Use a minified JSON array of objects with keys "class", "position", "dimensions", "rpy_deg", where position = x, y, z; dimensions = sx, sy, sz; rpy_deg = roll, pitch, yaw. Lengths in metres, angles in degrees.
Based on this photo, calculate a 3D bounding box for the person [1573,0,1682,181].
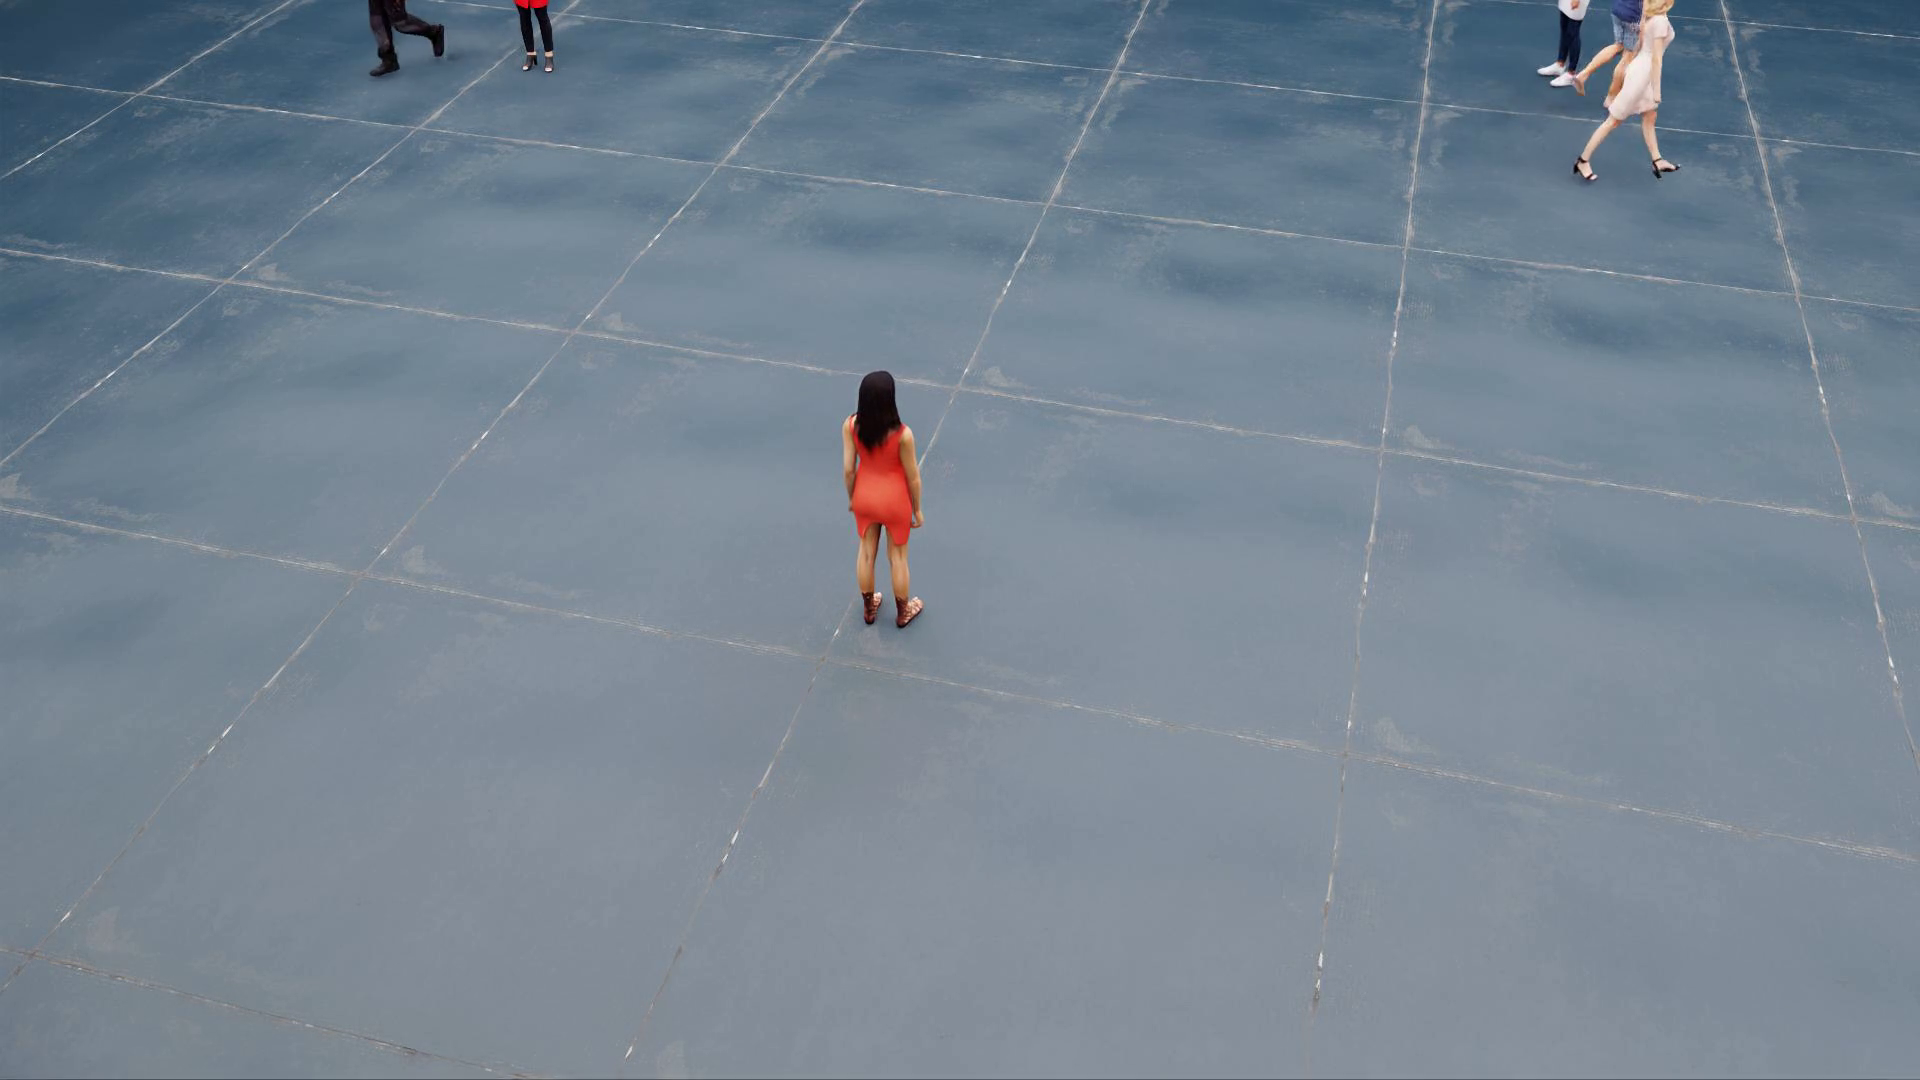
[{"class":"person","position":[5.629,-3.860,14.052],"dimensions":[0.724,1.773,1.047],"rpy_deg":[10,39,12]}]

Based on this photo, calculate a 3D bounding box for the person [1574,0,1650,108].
[{"class":"person","position":[6.095,-4.836,15.258],"dimensions":[0.918,1.823,0.914],"rpy_deg":[-9,39,-11]}]

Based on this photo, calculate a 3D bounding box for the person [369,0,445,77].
[{"class":"person","position":[-5.437,-5.398,16.007],"dimensions":[0.972,1.785,1.191],"rpy_deg":[27,46,31]}]

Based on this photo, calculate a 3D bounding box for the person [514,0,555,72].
[{"class":"person","position":[-4.168,-5.393,16.032],"dimensions":[0.620,1.748,0.604],"rpy_deg":[8,39,9]}]

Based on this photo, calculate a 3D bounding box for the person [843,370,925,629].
[{"class":"person","position":[-0.443,-0.219,9.441],"dimensions":[0.589,1.719,0.499],"rpy_deg":[10,39,12]}]

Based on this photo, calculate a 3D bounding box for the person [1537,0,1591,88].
[{"class":"person","position":[5.859,-5.220,15.793],"dimensions":[0.756,1.770,0.640],"rpy_deg":[-6,38,-7]}]
